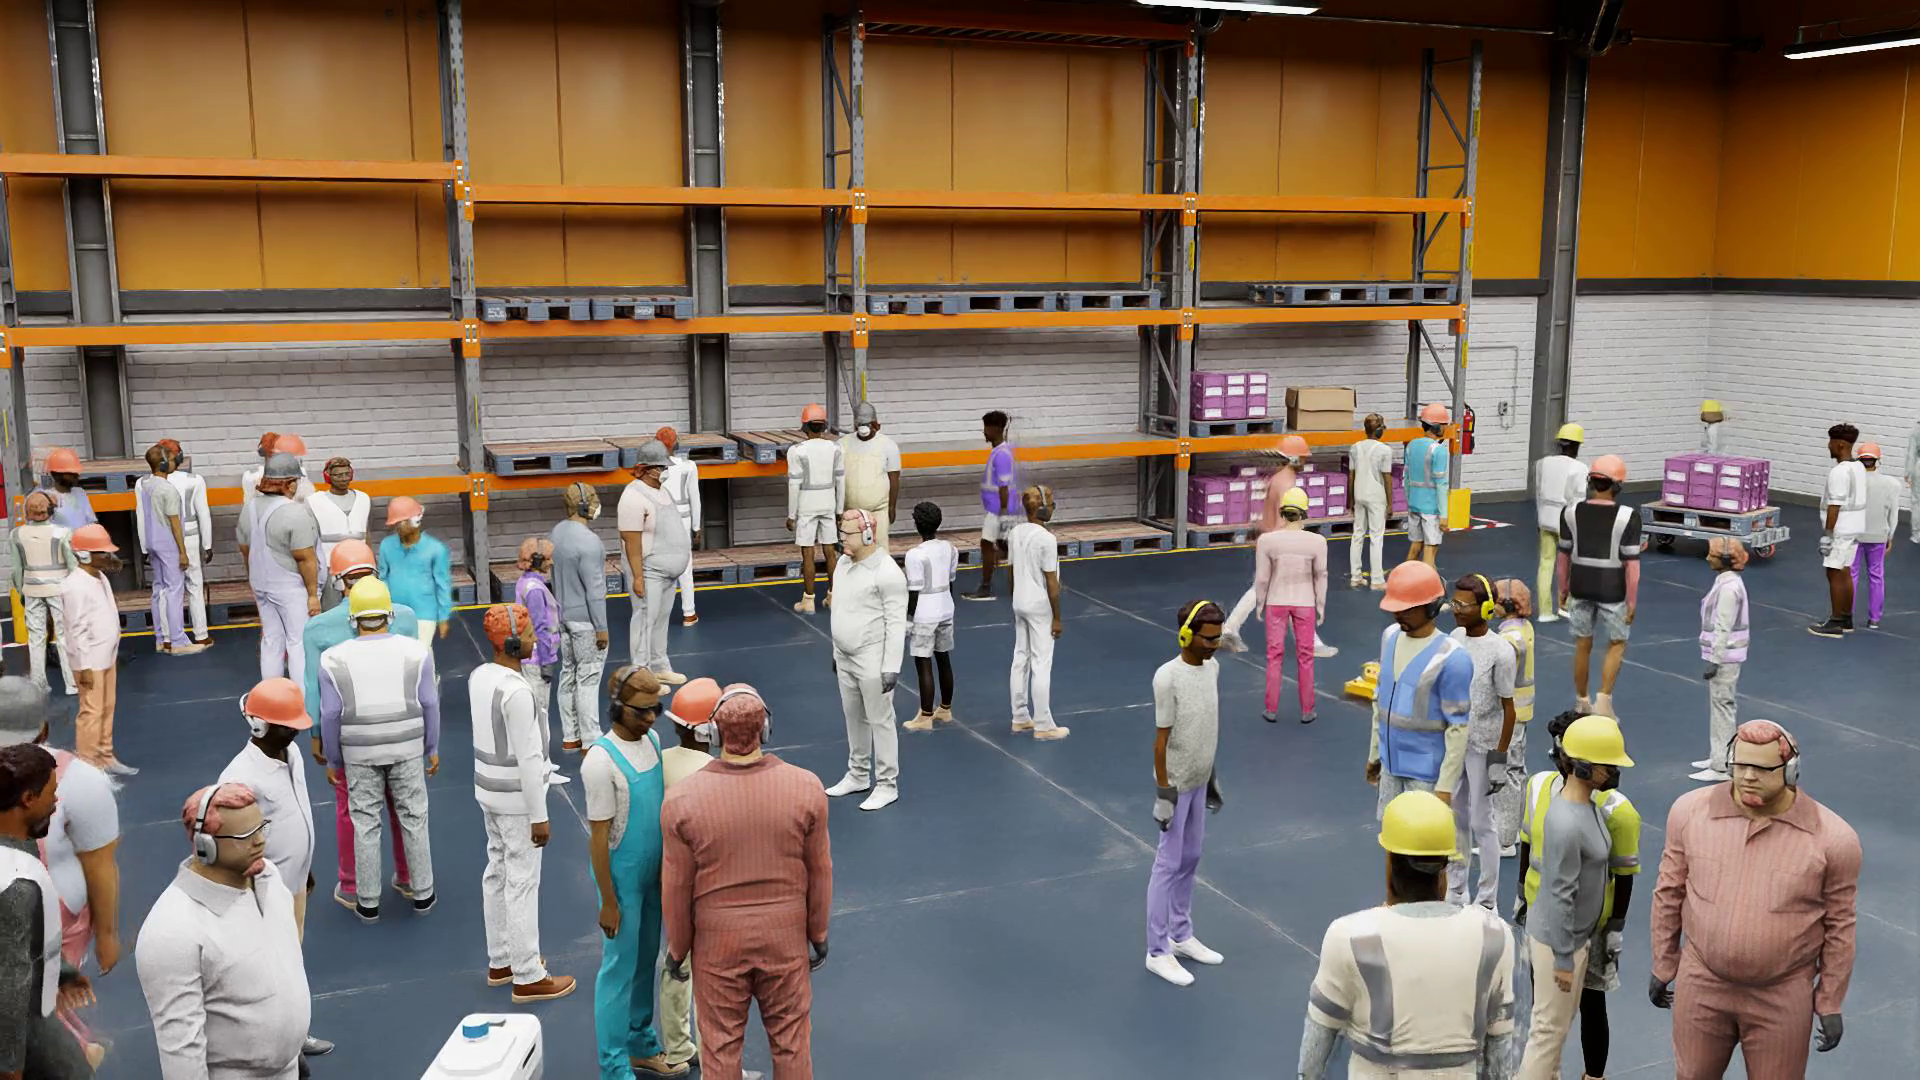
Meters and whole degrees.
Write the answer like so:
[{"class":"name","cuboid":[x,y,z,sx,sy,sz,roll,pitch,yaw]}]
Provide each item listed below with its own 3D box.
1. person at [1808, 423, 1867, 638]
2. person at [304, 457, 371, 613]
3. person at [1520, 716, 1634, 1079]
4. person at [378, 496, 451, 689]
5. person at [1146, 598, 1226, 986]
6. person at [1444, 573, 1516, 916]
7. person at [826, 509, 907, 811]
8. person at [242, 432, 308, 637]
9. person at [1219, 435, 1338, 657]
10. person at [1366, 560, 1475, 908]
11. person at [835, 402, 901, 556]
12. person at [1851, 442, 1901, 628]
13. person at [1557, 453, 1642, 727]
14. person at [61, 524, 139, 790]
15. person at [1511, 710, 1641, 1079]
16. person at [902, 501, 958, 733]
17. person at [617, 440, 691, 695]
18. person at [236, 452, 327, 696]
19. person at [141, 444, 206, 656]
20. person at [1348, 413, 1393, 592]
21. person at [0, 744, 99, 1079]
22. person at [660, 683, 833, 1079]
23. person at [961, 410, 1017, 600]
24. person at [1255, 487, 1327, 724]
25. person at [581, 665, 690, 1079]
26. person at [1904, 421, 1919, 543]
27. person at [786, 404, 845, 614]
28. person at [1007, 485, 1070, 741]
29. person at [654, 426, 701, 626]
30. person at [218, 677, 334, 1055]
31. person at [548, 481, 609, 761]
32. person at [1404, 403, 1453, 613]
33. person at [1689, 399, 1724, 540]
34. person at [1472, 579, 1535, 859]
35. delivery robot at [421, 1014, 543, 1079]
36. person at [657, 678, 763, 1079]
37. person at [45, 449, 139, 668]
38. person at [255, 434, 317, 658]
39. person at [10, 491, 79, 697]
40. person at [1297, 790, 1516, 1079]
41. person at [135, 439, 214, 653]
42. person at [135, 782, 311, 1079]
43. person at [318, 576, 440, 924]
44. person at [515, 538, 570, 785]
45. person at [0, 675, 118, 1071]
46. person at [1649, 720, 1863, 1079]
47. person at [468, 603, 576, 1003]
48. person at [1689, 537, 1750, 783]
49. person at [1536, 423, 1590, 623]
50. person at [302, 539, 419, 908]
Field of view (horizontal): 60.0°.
[{"class":"person","cuboid":[8.042,-0.091,15.194,0.381,1.957,0.604,9,14,43]},{"class":"person","cuboid":[-5.075,0.230,13.644,0.388,1.847,0.563,8,13,39]},{"class":"person","cuboid":[2.371,1.528,6.422,0.340,1.760,0.525,5,11,28]},{"class":"person","cuboid":[-4.031,0.519,12.315,0.567,1.731,0.577,2,10,14]},{"class":"person","cuboid":[1.113,1.192,8.060,0.335,1.864,0.514,8,13,38]},{"class":"person","cuboid":[2.653,1.087,8.637,0.309,1.872,0.534,-4,10,-20]},{"class":"person","cuboid":[-0.620,0.746,10.503,0.401,1.907,0.648,-8,13,-38]},{"class":"person","cuboid":[-6.182,-0.038,15.089,0.574,1.883,0.356,-8,13,-38]},{"class":"person","cuboid":[2.734,0.051,14.416,1.034,1.950,0.631,0,10,0]},{"class":"person","cuboid":[2.191,1.096,8.118,0.393,2.036,0.605,-5,11,-24]},{"class":"person","cuboid":[-0.957,-0.384,16.625,0.687,2.000,0.536,2,10,13]},{"class":"person","cuboid":[8.428,-0.046,15.524,0.561,1.745,0.339,2,10,9]},{"class":"person","cuboid":[4.707,0.373,12.286,0.627,2.040,0.456,8,13,38]},{"class":"person","cuboid":[-5.642,0.758,10.908,0.349,1.744,0.580,-1,10,-7]},{"class":"person","cuboid":[2.458,1.509,6.716,0.316,1.694,0.542,-6,12,-31]},{"class":"person","cuboid":[-0.227,0.560,12.175,0.316,1.697,0.540,7,12,36]},{"class":"person","cuboid":[-2.413,0.203,13.246,0.535,2.000,0.685,2,10,13]},{"class":"person","cuboid":[-4.984,0.348,12.410,0.689,2.000,0.538,5,11,29]},{"class":"person","cuboid":[-6.884,0.088,14.469,0.508,1.847,0.345,7,12,35]},{"class":"person","cuboid":[4.255,-0.390,17.221,0.343,1.847,0.507,-9,13,-42]},{"class":"person","cuboid":[-3.163,1.605,5.687,0.587,1.859,0.979,9,13,42]},{"class":"person","cuboid":[-0.801,1.477,6.278,0.639,1.913,0.407,-2,10,-13]},{"class":"person","cuboid":[0.470,-0.345,16.710,0.835,1.942,0.608,0,10,2]},{"class":"person","cuboid":[2.458,0.489,12.389,0.527,1.768,0.331,2,10,12]},{"class":"person","cuboid":[-1.346,1.411,6.866,0.334,1.838,0.513,3,10,16]},{"class":"person","cuboid":[11.625,-0.811,19.983,0.494,1.724,0.416,4,10,20]},{"class":"person","cuboid":[-1.413,-0.302,16.144,0.615,2.042,0.375,-6,12,-32]},{"class":"person","cuboid":[0.550,0.522,11.969,0.343,1.847,0.507,-7,12,-36]},{"class":"person","cuboid":[-2.710,-0.122,15.560,0.573,1.887,0.353,-1,10,-7]},{"class":"person","cuboid":[-2.873,1.428,7.044,0.350,1.739,0.573,0,10,2]},{"class":"person","cuboid":[-2.604,0.558,11.496,0.373,1.940,0.628,-8,13,-39]},{"class":"person","cuboid":[4.583,-0.317,16.231,0.378,2.041,0.616,-3,10,-18]},{"class":"person","cuboid":[9.041,-0.841,20.163,0.466,1.725,0.503,5,11,27]},{"class":"person","cuboid":[3.172,1.029,9.649,0.307,1.638,0.511,5,11,27]},{"class":"delivery robot","cuboid":[-1.865,2.080,6.436,0.477,0.478,0.707,0,10,1]},{"class":"person","cuboid":[-1.080,1.435,6.967,0.336,1.753,0.564,-9,13,-42]},{"class":"person","cuboid":[-7.378,0.175,13.858,1.012,1.876,0.558,1,10,3]},{"class":"person","cuboid":[-5.621,0.095,14.033,0.654,1.978,0.439,4,11,22]},{"class":"person","cuboid":[-7.167,0.431,13.085,0.514,1.641,0.308,0,10,-3]},{"class":"person","cuboid":[1.340,1.685,5.149,0.598,1.889,0.881,-2,10,-11]},{"class":"person","cuboid":[-6.867,0.051,14.572,0.584,1.882,0.337,-3,10,-19]},{"class":"person","cuboid":[-2.216,1.672,5.166,0.407,1.908,0.641,1,10,4]},{"class":"person","cuboid":[-3.025,1.092,8.709,0.588,1.837,0.403,-4,11,-21]},{"class":"person","cuboid":[-2.789,0.795,10.991,0.311,1.639,0.513,-4,11,-23]},{"class":"person","cuboid":[-3.543,1.404,6.324,0.700,2.000,1.002,1,10,5]},{"class":"person","cuboid":[2.750,1.556,5.836,0.654,1.906,0.407,7,12,35]},{"class":"person","cuboid":[-2.086,1.225,7.815,0.356,1.882,0.574,-8,13,-38]},{"class":"person","cuboid":[5.066,0.787,11.057,0.313,1.635,0.517,4,11,24]},{"class":"person","cuboid":[5.706,-0.159,15.734,0.583,1.904,0.595,-8,13,-39]},{"class":"person","cuboid":[-3.190,0.980,8.933,0.616,1.987,0.407,-5,11,-28]}]
